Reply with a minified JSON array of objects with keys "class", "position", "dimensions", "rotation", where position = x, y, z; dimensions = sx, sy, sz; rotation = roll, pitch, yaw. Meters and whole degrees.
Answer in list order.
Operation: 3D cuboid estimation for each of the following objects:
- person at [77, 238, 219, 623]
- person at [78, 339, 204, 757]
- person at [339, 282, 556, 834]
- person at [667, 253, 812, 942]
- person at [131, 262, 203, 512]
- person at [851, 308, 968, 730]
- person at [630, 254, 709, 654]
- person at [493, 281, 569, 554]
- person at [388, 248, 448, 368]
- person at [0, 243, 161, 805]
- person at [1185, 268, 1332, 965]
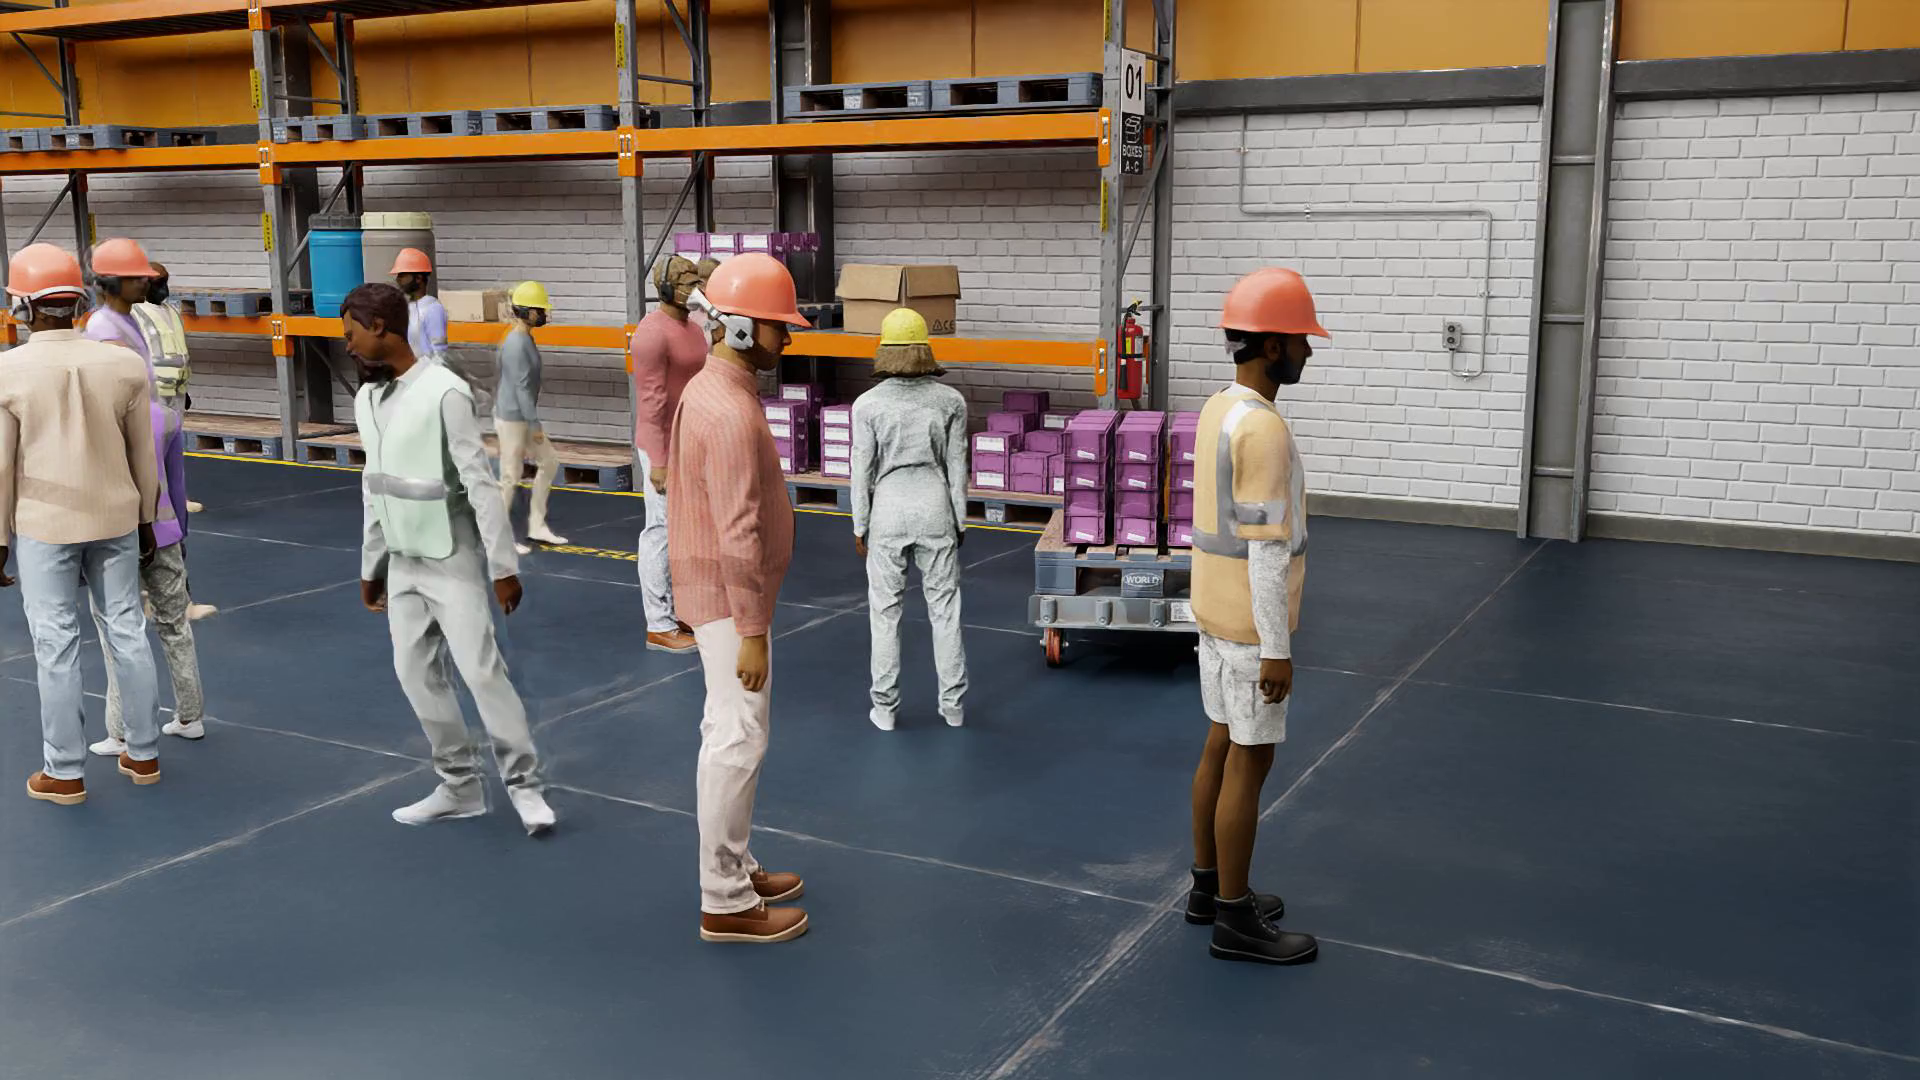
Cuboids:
[{"class":"person","position":[-4.392,-0.541,8.606],"dimensions":[0.797,2.021,0.612],"rotation":[-4,11,-21]},{"class":"person","position":[-3.254,0.033,6.527],"dimensions":[0.317,1.630,0.513],"rotation":[6,12,31]},{"class":"person","position":[-1.724,0.075,5.630],"dimensions":[0.745,1.871,0.444],"rotation":[7,13,35]},{"class":"person","position":[-0.622,0.179,4.770],"dimensions":[0.411,1.980,0.628],"rotation":[-3,11,-14]},{"class":"person","position":[-5.796,-1.081,12.050],"dimensions":[0.429,1.844,0.627],"rotation":[1,10,8]},{"class":"person","position":[-0.212,-0.081,6.868],"dimensions":[0.488,1.737,0.323],"rotation":[-2,11,-11]},{"class":"person","position":[-1.397,-0.428,8.199],"dimensions":[0.378,1.940,0.629],"rotation":[2,11,12]},{"class":"person","position":[-2.751,-0.774,10.630],"dimensions":[0.609,1.739,0.571],"rotation":[-1,10,-6]},{"class":"person","position":[-3.879,-1.115,11.962],"dimensions":[0.362,1.939,0.542],"rotation":[-9,13,-40]},{"class":"person","position":[-3.187,-0.052,5.979],"dimensions":[0.376,1.997,0.612],"rotation":[8,13,39]},{"class":"person","position":[0.837,0.215,4.679],"dimensions":[0.362,1.935,0.551],"rotation":[-1,10,-6]}]
